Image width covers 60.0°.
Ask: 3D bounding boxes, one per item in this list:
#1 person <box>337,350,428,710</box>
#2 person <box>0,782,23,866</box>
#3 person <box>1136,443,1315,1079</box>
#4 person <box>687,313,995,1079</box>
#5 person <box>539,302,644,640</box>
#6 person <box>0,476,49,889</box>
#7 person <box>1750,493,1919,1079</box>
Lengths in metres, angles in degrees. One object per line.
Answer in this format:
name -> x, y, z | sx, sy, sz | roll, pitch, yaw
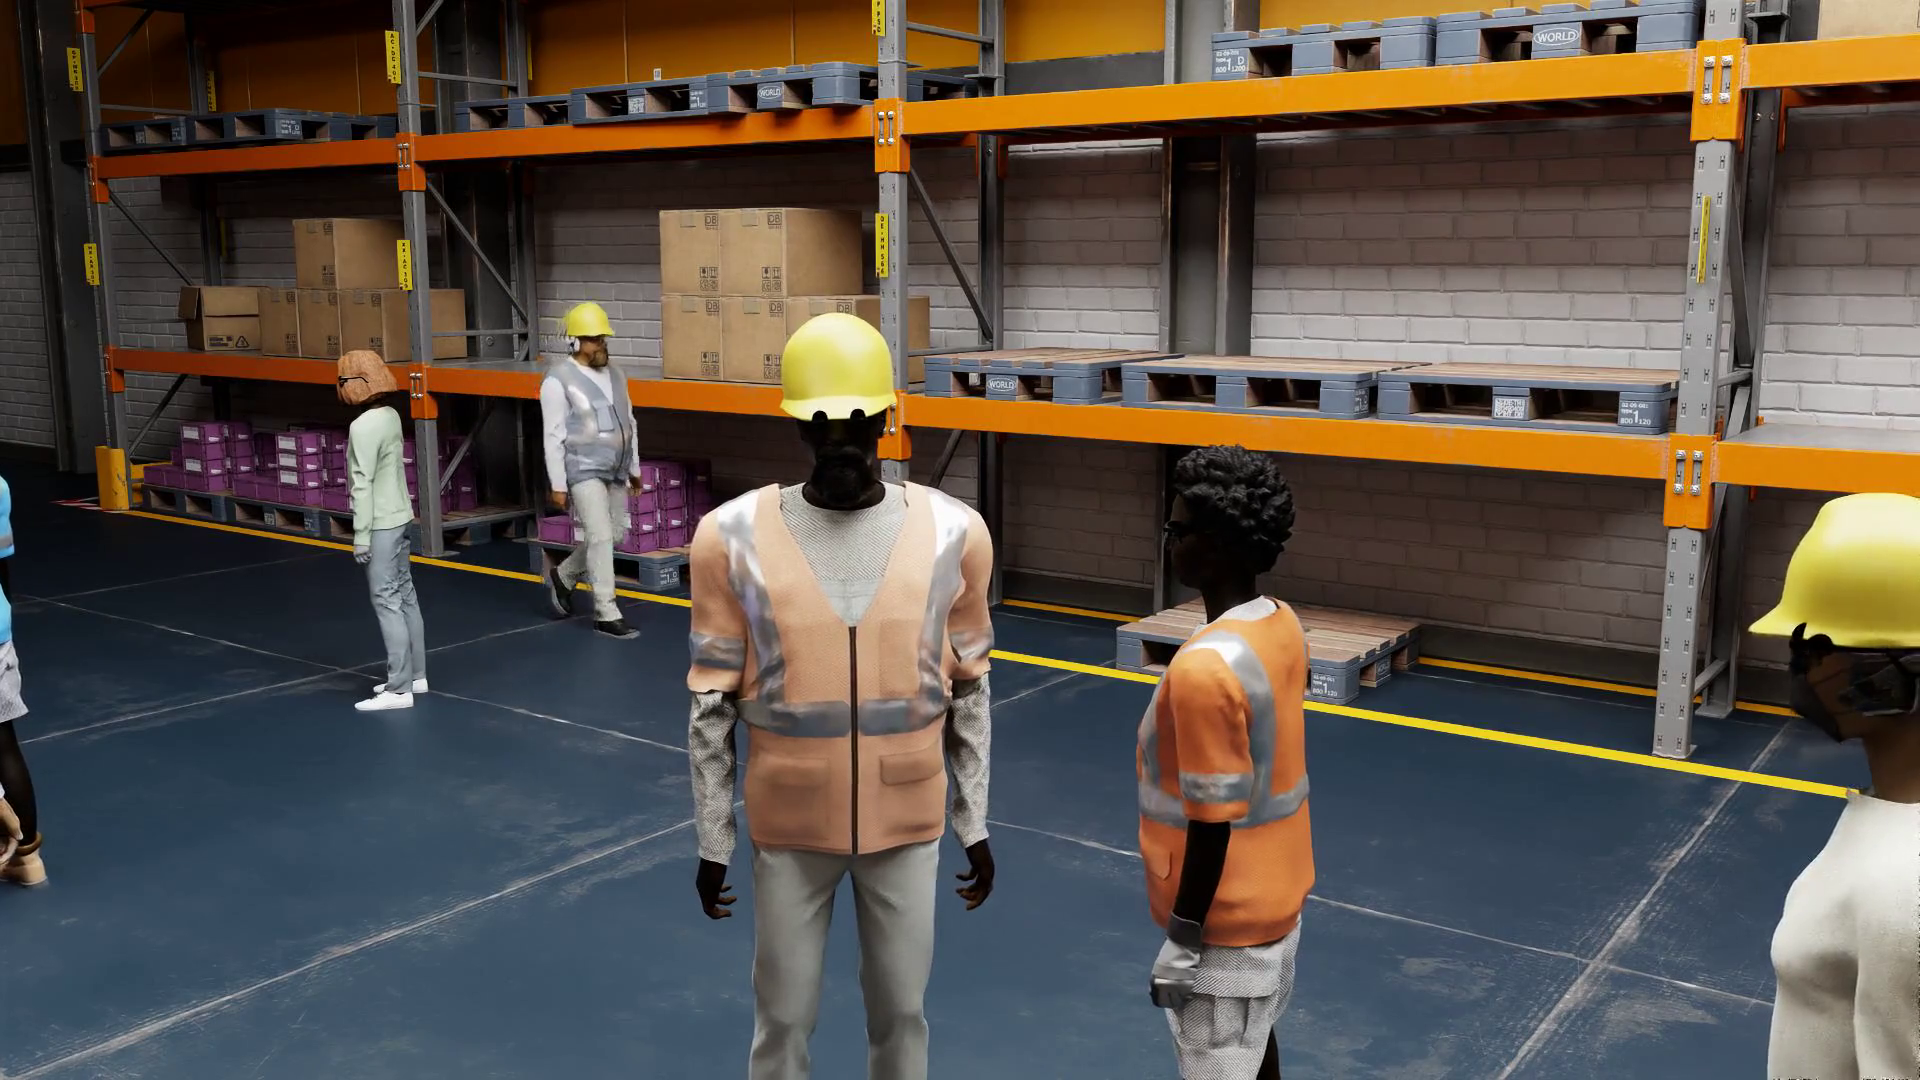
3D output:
person -> -2.639, -0.046, 7.560 | 0.288, 1.626, 0.497 | -1, 10, -3
person -> -2.079, 0.536, 3.147 | 0.355, 1.938, 0.636 | 3, 10, 17
person -> 0.484, 0.670, 3.076 | 0.317, 1.696, 0.537 | 4, 10, 22
person -> -0.218, 0.532, 3.210 | 0.594, 1.925, 0.377 | -2, 10, -10
person -> -2.021, -0.385, 9.023 | 0.707, 1.809, 0.603 | 5, 11, 27
person -> -3.186, 0.326, 5.186 | 0.322, 1.685, 0.547 | 5, 11, 29
person -> 1.055, 0.823, 1.963 | 0.328, 1.765, 0.532 | 6, 11, 31
